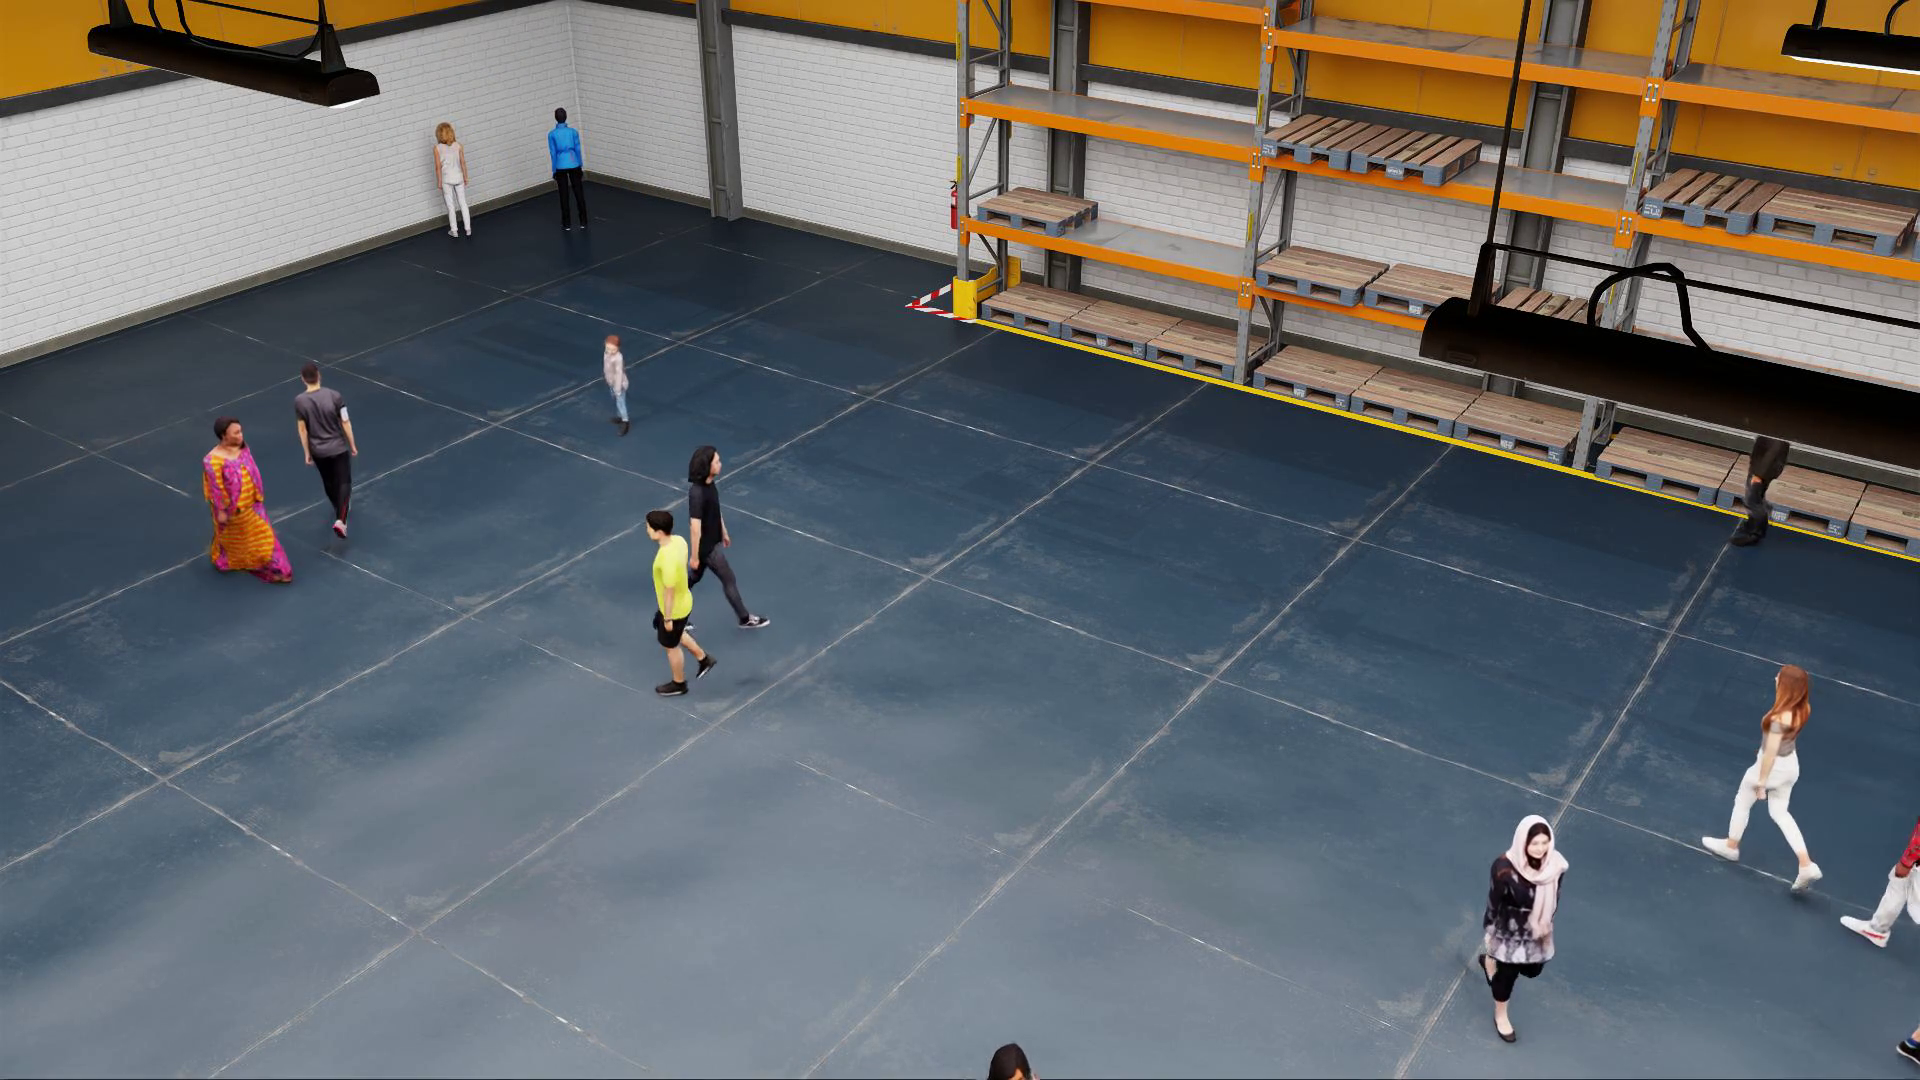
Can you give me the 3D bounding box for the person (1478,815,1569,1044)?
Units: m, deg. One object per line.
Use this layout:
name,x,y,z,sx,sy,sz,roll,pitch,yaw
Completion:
person,3.433,2.334,10.319,0.869,1.623,0.935,-6,29,-11

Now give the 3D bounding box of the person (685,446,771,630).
person,-2.280,0.027,14.376,1.236,1.789,1.110,-2,29,-3

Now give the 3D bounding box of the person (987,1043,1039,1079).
person,0.200,3.189,8.764,0.975,1.612,1.141,-13,31,-22

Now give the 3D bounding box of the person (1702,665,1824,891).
person,5.710,1.654,11.491,0.864,1.694,1.145,-16,33,-27

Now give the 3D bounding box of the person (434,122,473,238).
person,-7.379,-5.247,24.168,0.669,1.670,0.672,-15,32,-26

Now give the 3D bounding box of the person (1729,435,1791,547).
person,7.692,-0.735,15.800,0.689,1.763,0.879,17,33,28

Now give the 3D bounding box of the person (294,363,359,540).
person,-6.077,-0.836,16.010,1.104,1.739,1.145,-4,29,-8

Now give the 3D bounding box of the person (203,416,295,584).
person,-6.678,-0.372,15.258,1.245,1.643,0.792,14,31,23

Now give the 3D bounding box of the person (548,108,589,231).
person,-5.765,-5.456,24.424,0.697,1.792,0.725,-9,30,-16

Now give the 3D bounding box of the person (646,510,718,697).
person,-2.256,0.504,13.597,0.902,1.696,0.831,0,29,0

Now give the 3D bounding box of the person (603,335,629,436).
person,-3.771,-1.751,18.277,0.730,1.174,0.527,-12,31,-20
